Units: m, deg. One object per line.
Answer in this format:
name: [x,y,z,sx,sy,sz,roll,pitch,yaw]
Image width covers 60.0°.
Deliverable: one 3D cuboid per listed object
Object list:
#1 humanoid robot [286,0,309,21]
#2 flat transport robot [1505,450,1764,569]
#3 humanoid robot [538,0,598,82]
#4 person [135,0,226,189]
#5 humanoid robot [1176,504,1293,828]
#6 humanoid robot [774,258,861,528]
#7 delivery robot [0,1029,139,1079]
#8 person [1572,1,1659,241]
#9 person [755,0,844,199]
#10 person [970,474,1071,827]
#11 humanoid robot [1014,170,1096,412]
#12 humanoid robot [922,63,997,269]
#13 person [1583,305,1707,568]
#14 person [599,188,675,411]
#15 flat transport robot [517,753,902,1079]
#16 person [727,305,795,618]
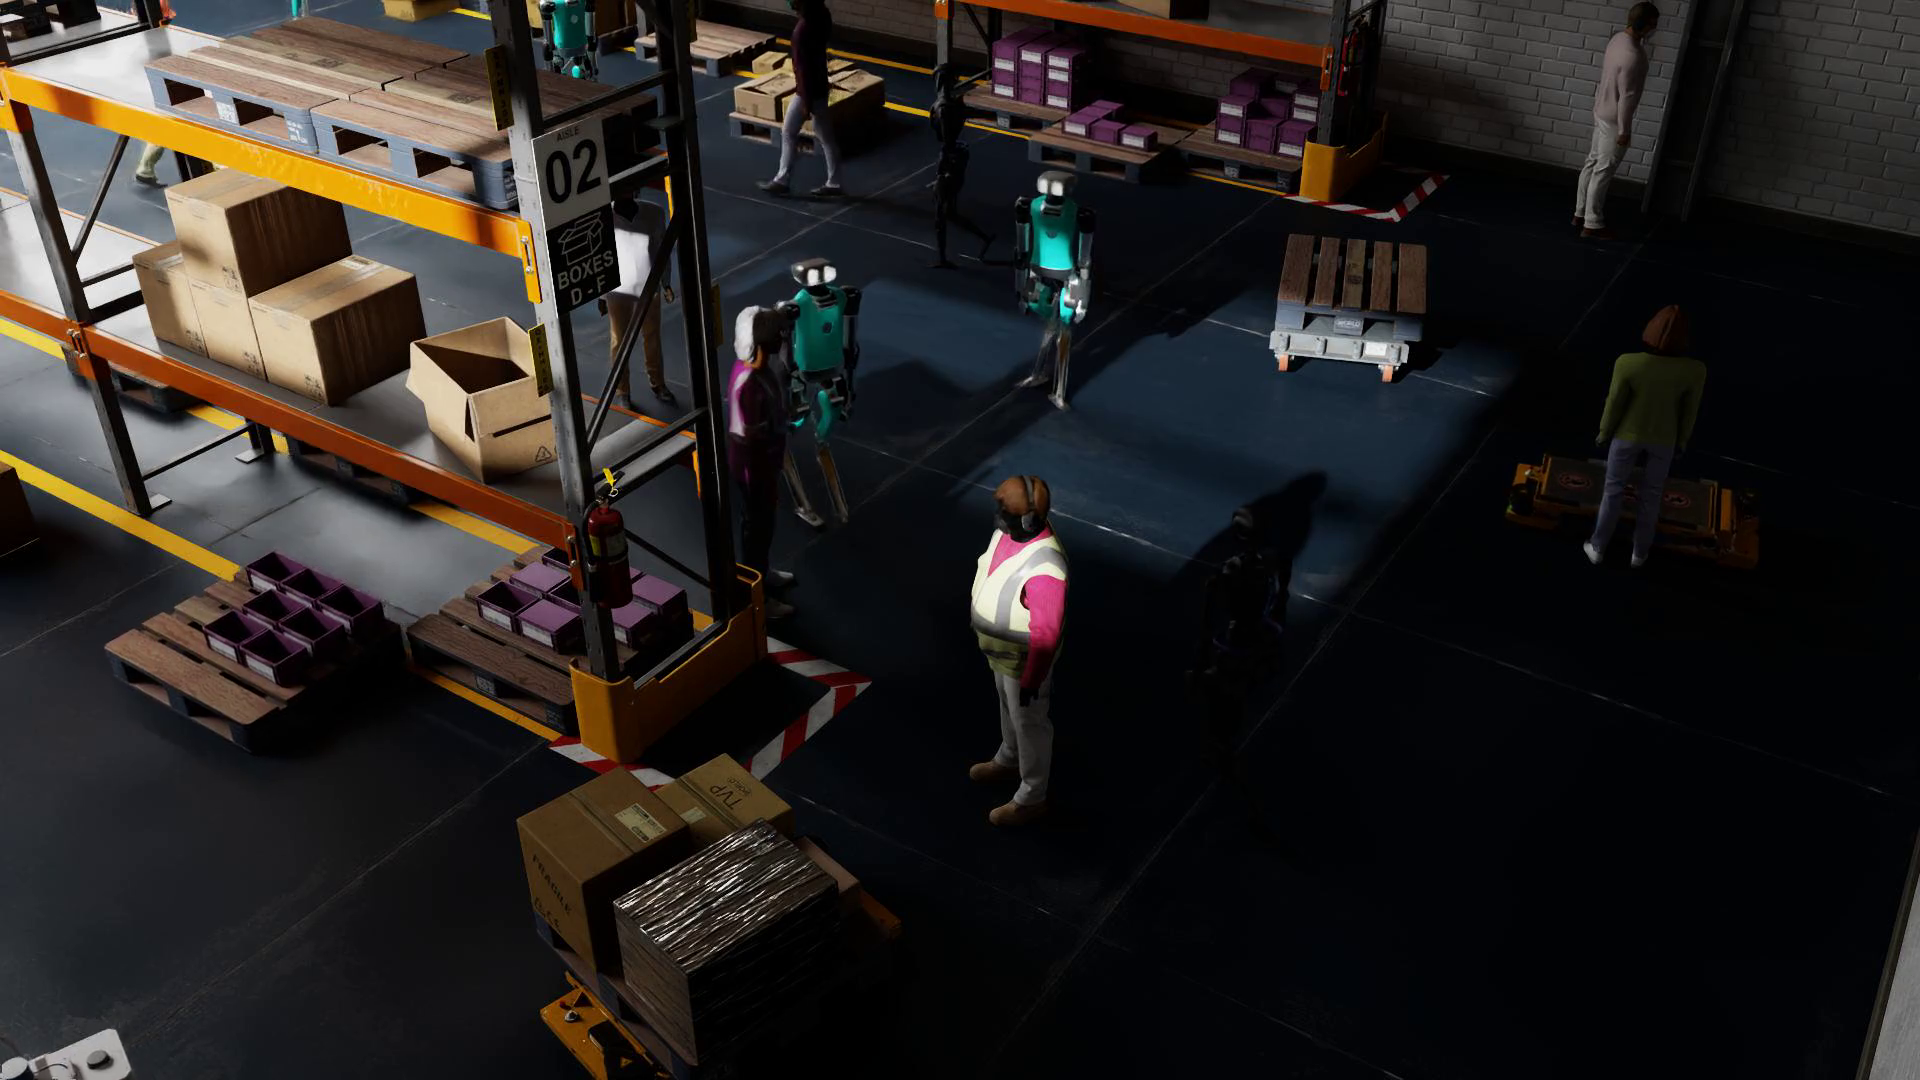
humanoid robot: [-7.121,-6.078,17.886,0.767,1.798,0.541,27,42,35]
flat transport robot: [4.123,-0.200,10.180,1.431,0.231,0.659,13,35,19]
humanoid robot: [-3.597,-4.296,15.007,0.533,1.677,0.735,-26,41,-33]
person: [-6.958,-3.922,14.585,0.920,1.698,0.542,-4,33,-5]
humanoid robot: [1.338,0.568,7.736,0.613,1.639,0.672,-21,39,-29]
humanoid robot: [-0.932,-0.883,9.878,0.545,1.786,0.688,-21,38,-29]
delivery robot: [-3.494,2.201,6.245,0.803,0.614,0.499,-22,39,-30]
person: [5.374,-3.436,13.630,0.372,1.934,0.626,3,33,4]
person: [-1.416,-3.892,14.337,0.887,1.918,0.530,10,34,15]
person: [0.263,0.499,7.665,0.429,1.844,0.626,-8,34,-12]
humanoid robot: [0.667,-1.727,11.175,0.588,1.766,0.884,10,34,14]
humanoid robot: [-0.009,-2.917,13.079,0.592,1.642,0.595,3,33,4]
person: [3.901,-0.577,9.505,0.498,1.633,0.281,8,34,12]
person: [-2.174,-1.692,11.113,0.562,1.748,0.336,-16,36,-23]
flat transport robot: [-0.999,1.806,7.097,1.431,0.231,0.659,-26,41,-34]
person: [-1.090,-0.430,9.100,0.346,1.839,0.507,-2,33,-3]
